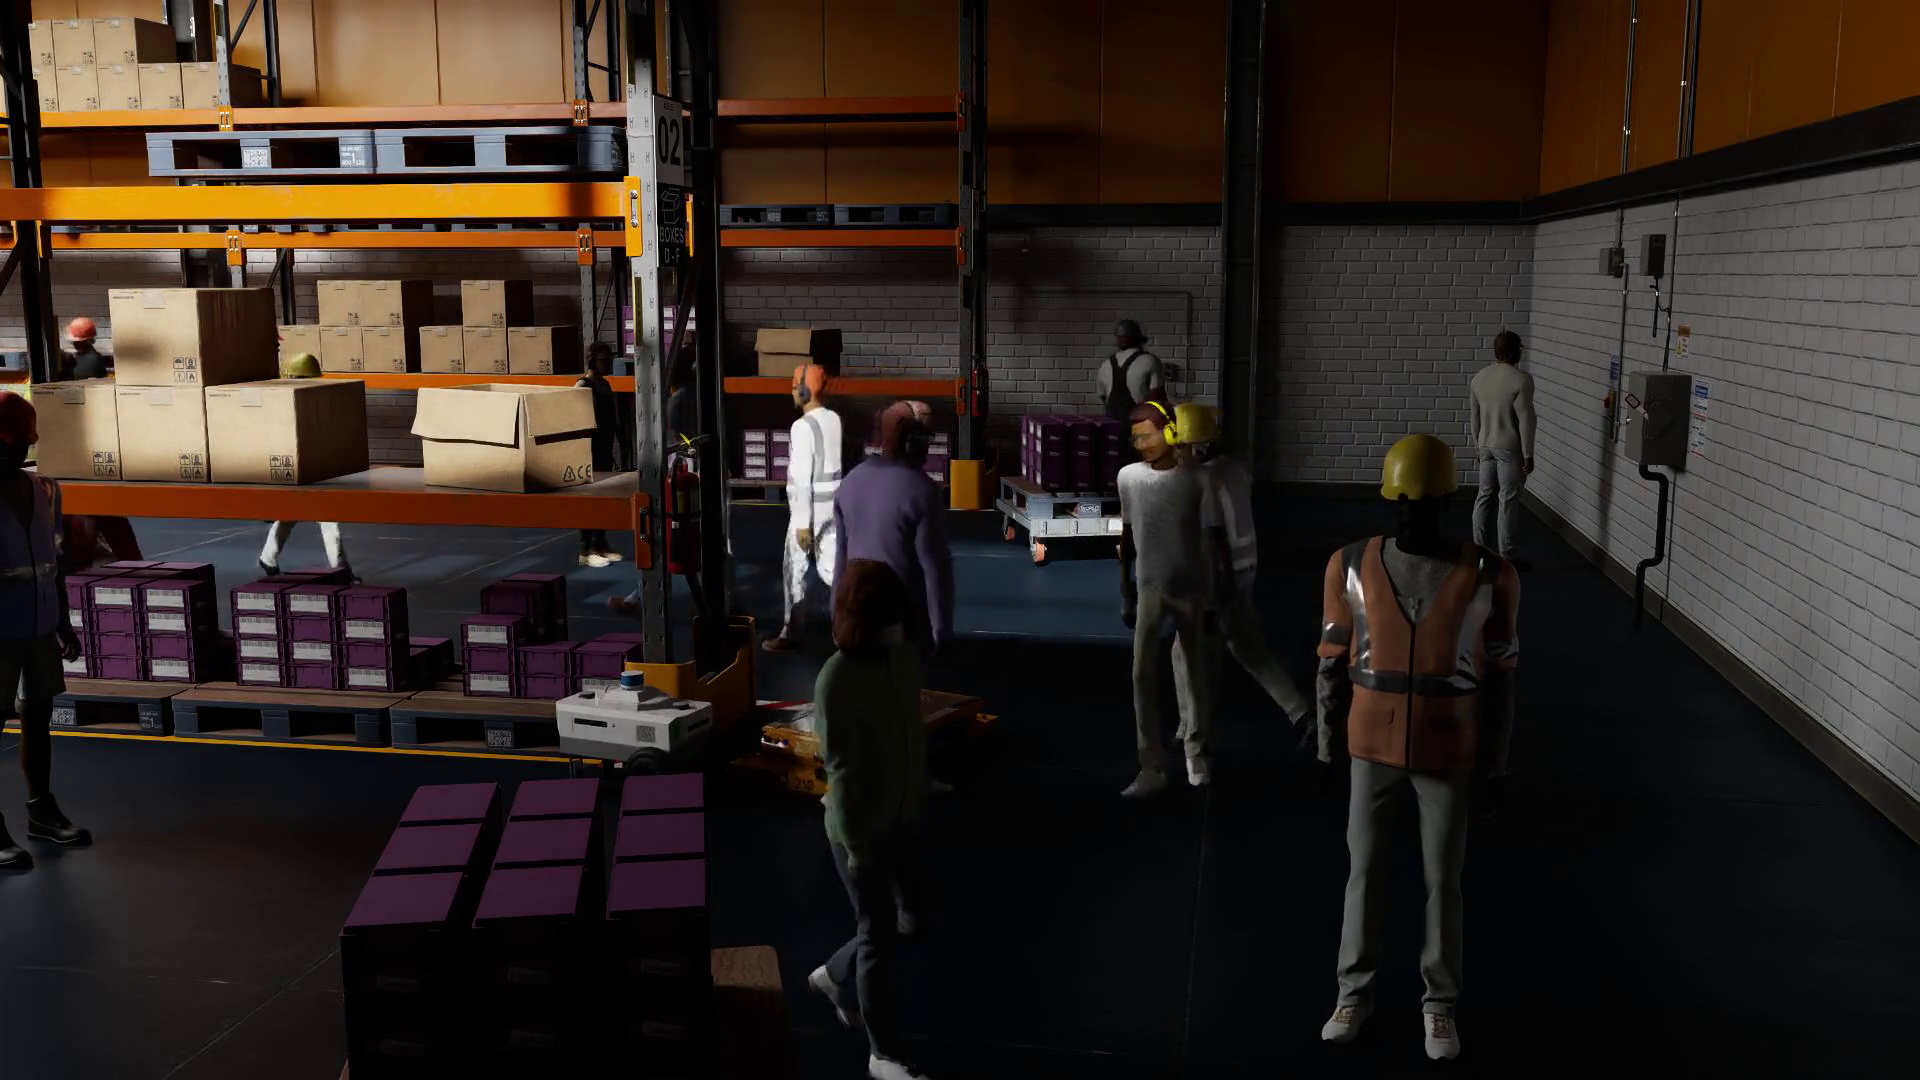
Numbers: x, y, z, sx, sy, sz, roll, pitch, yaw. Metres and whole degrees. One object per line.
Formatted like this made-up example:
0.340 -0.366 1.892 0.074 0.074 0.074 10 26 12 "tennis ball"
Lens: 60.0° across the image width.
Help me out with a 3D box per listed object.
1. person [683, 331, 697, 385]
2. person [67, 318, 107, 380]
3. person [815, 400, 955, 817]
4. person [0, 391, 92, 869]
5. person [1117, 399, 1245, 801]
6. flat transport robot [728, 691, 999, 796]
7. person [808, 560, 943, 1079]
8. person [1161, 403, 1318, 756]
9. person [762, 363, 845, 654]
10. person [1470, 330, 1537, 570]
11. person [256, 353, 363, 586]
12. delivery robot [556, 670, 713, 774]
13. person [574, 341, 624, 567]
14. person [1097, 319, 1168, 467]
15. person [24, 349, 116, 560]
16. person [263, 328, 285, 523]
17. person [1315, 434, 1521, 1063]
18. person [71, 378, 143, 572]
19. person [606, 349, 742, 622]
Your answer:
-2.527 -1.089 16.058 0.430 1.845 0.619 0 9 0 "person"
-8.892 -1.289 16.995 0.364 1.961 0.789 -7 11 -37 "person"
-0.331 0.329 7.260 0.898 1.872 0.673 -8 12 -39 "person"
-3.858 0.357 6.812 0.375 1.931 0.542 4 10 23 "person"
1.003 0.278 7.634 0.643 1.831 0.772 3 10 18 "person"
-0.442 0.956 8.226 0.652 0.197 1.431 5 11 31 "flat transport robot"
-0.295 0.834 4.842 0.429 1.611 0.502 6 11 32 "person"
1.370 0.216 8.158 0.776 1.785 0.623 5 11 29 "person"
-0.840 -0.173 10.365 0.823 1.855 0.578 4 10 24 "person"
4.402 -0.721 13.476 0.372 1.940 0.632 -5 11 -29 "person"
-5.056 -0.539 12.774 0.774 1.812 0.597 5 11 29 "person"
-1.515 0.849 7.722 0.707 0.478 0.477 4 10 23 "delivery robot"
-2.988 -0.709 13.696 0.325 1.842 0.517 2 9 13 "person"
1.611 -1.036 15.110 0.534 2.000 0.752 -9 13 -44 "person"
-7.441 -0.657 13.579 0.661 1.792 0.976 8 12 42 "person"
-6.647 -1.131 16.021 0.362 1.938 0.545 -5 10 -28 "person"
1.385 0.633 5.104 0.594 1.925 0.368 3 10 20 "person"
-5.408 -0.162 10.621 0.846 1.725 0.553 1 9 8 "person"
-1.966 -0.370 11.446 0.984 1.894 0.656 2 9 12 "person"
